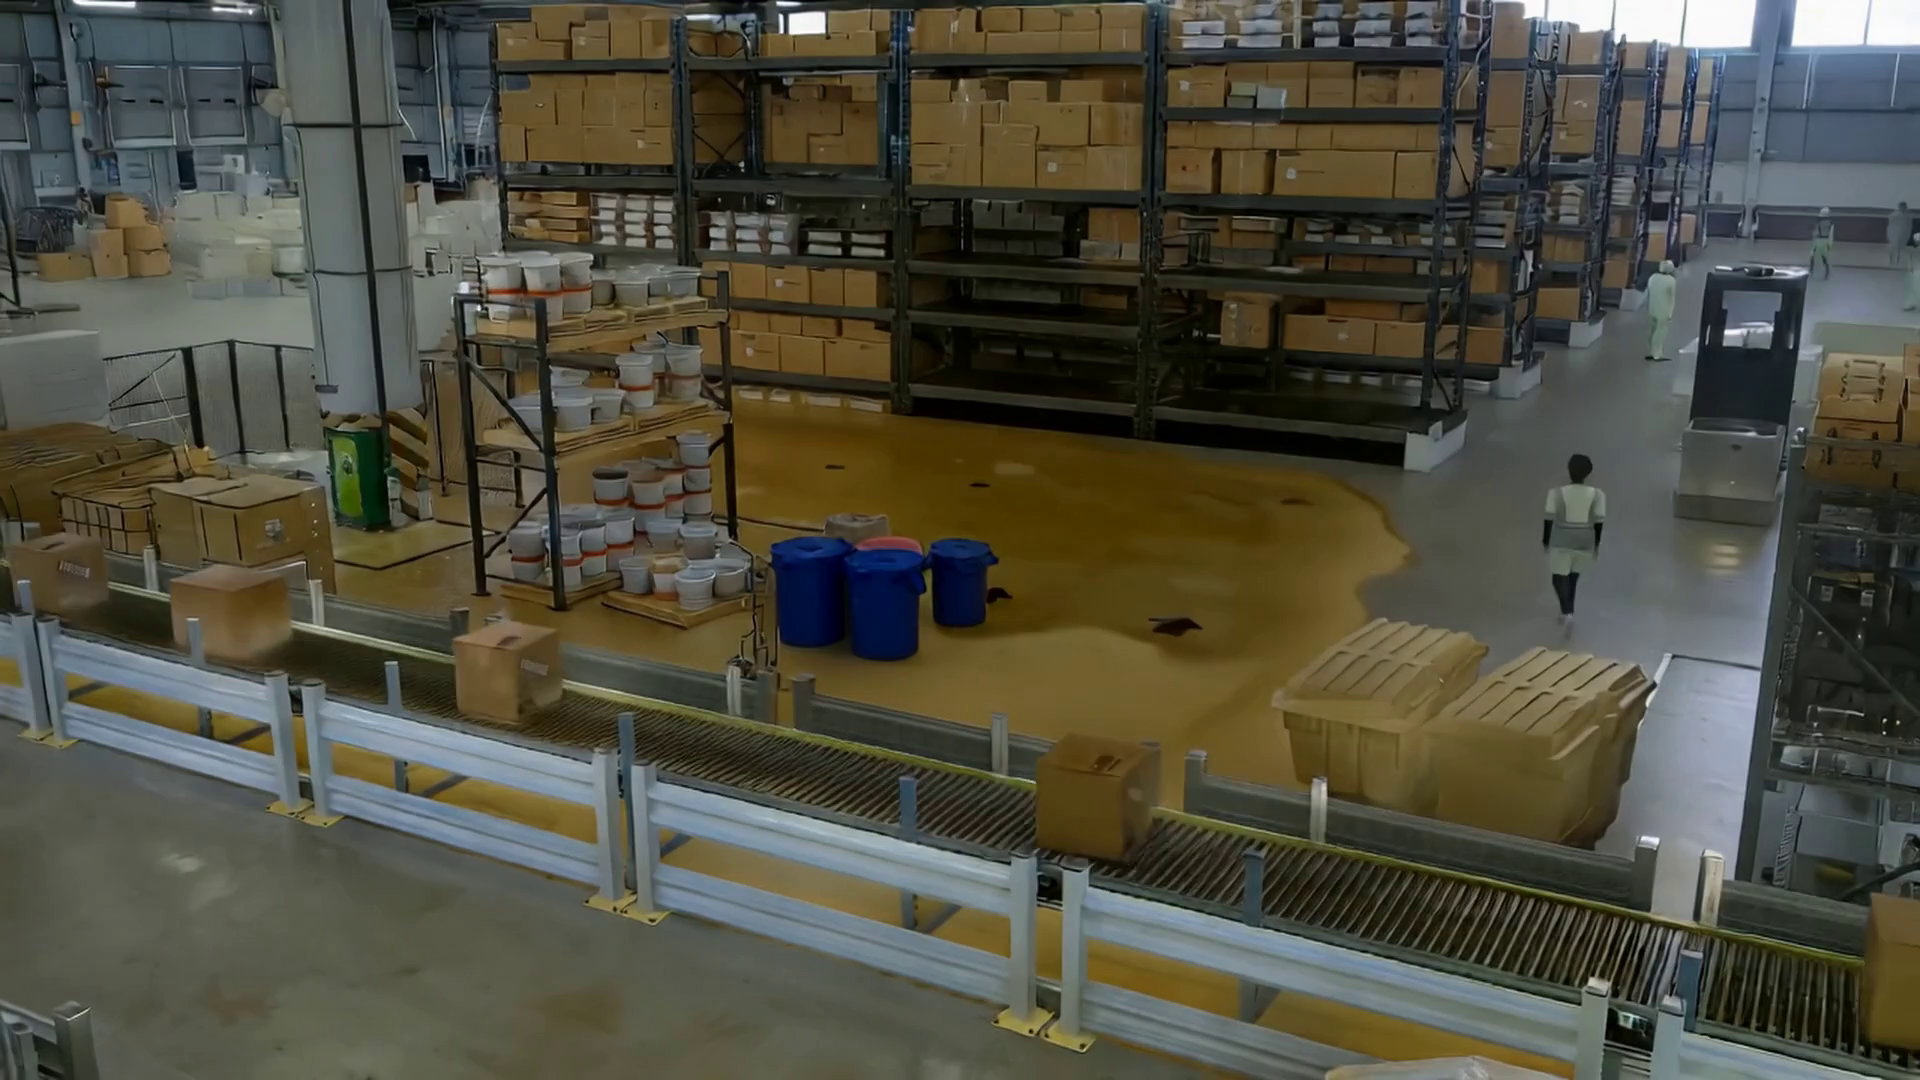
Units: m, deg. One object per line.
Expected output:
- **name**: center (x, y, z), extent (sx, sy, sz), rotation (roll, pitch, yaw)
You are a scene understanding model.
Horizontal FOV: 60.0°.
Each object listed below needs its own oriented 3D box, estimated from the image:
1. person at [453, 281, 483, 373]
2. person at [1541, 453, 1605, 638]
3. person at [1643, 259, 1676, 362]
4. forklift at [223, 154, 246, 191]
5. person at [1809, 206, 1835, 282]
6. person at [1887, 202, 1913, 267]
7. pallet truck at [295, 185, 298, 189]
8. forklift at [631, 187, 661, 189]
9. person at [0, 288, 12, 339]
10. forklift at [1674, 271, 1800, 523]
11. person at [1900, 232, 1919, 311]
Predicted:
- **person**: center (-8.669, -3.721, 29.355), extent (0.539, 1.696, 0.317), rotation (-11, 18, -35)
- **person**: center (5.627, 0.047, 15.236), extent (0.535, 1.670, 0.761), rotation (1, 15, 2)
- **person**: center (13.130, -4.294, 31.131), extent (0.399, 1.900, 0.645), rotation (-6, 16, -23)
- **forklift**: center (-26.376, -12.683, 60.780), extent (1.129, 2.768, 1.873), rotation (10, 18, 34)
- **person**: center (23.200, -7.968, 44.736), extent (0.619, 2.015, 0.950), rotation (0, 15, 0)
- **person**: center (27.476, -8.942, 48.647), extent (0.634, 1.877, 0.916), rotation (9, 17, 30)
- **pallet truck**: center (-26.804, -14.617, 69.738), extent (1.885, 1.965, 0.823), rotation (-14, 20, -42)
- **forklift**: center (-8.867, -9.045, 47.102), extent (1.129, 2.768, 1.873), rotation (8, 17, 28)
- **person**: center (-15.115, -3.019, 26.282), extent (0.578, 1.922, 0.404), rotation (6, 16, 21)
- **forklift**: center (9.269, -1.763, 19.726), extent (1.129, 2.768, 1.873), rotation (8, 17, 27)
- **person**: center (21.978, -6.159, 38.243), extent (0.453, 1.830, 0.578), rotation (3, 15, 11)
